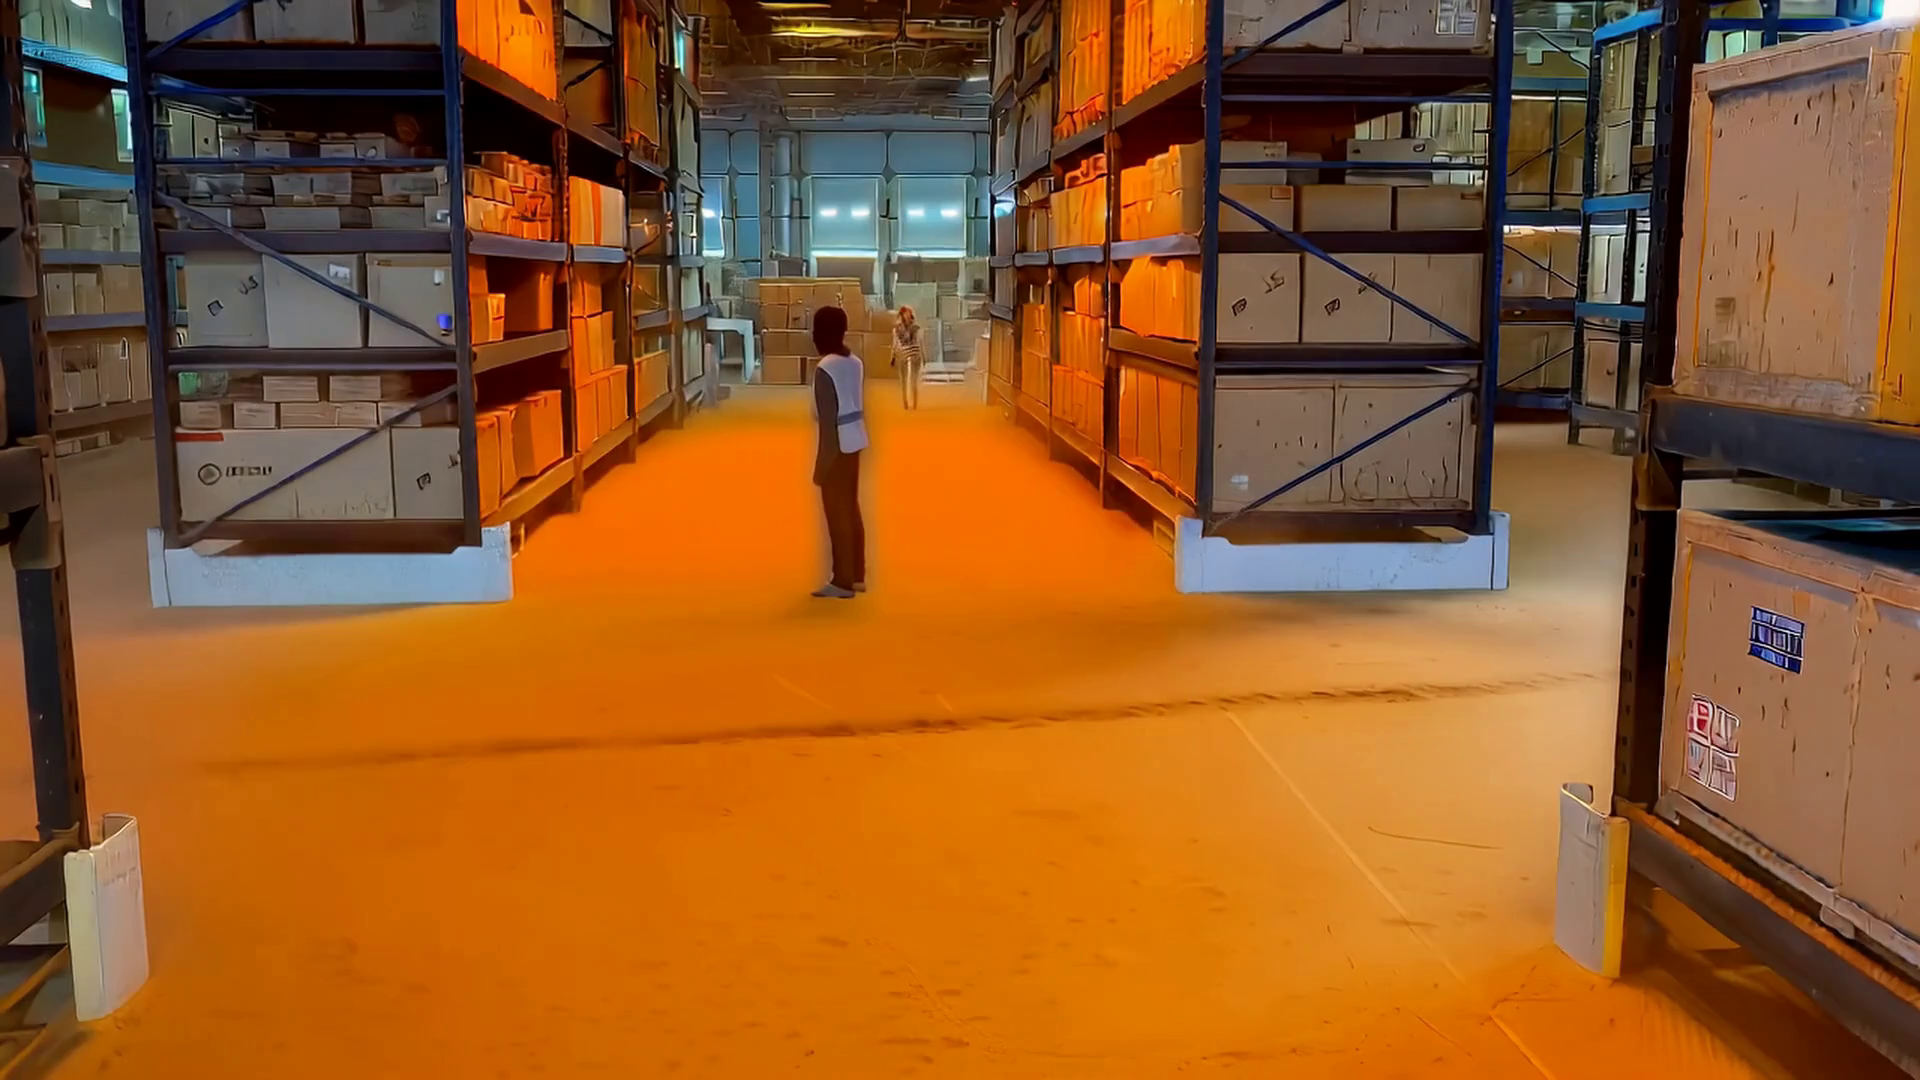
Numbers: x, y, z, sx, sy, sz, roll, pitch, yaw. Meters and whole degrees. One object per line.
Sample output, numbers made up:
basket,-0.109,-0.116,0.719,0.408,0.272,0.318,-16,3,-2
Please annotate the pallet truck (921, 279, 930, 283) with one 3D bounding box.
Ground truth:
pallet truck,-0.932,-8.922,63.114,1.885,1.965,0.823,2,9,13

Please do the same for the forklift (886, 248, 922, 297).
forklift,-1.481,-6.339,44.133,1.129,2.768,1.873,-1,9,-4

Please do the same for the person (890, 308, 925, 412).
person,-0.812,-2.769,25.683,0.543,1.611,0.672,0,9,3

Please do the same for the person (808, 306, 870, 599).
person,-0.793,-0.569,10.918,0.372,1.916,0.597,3,9,16
